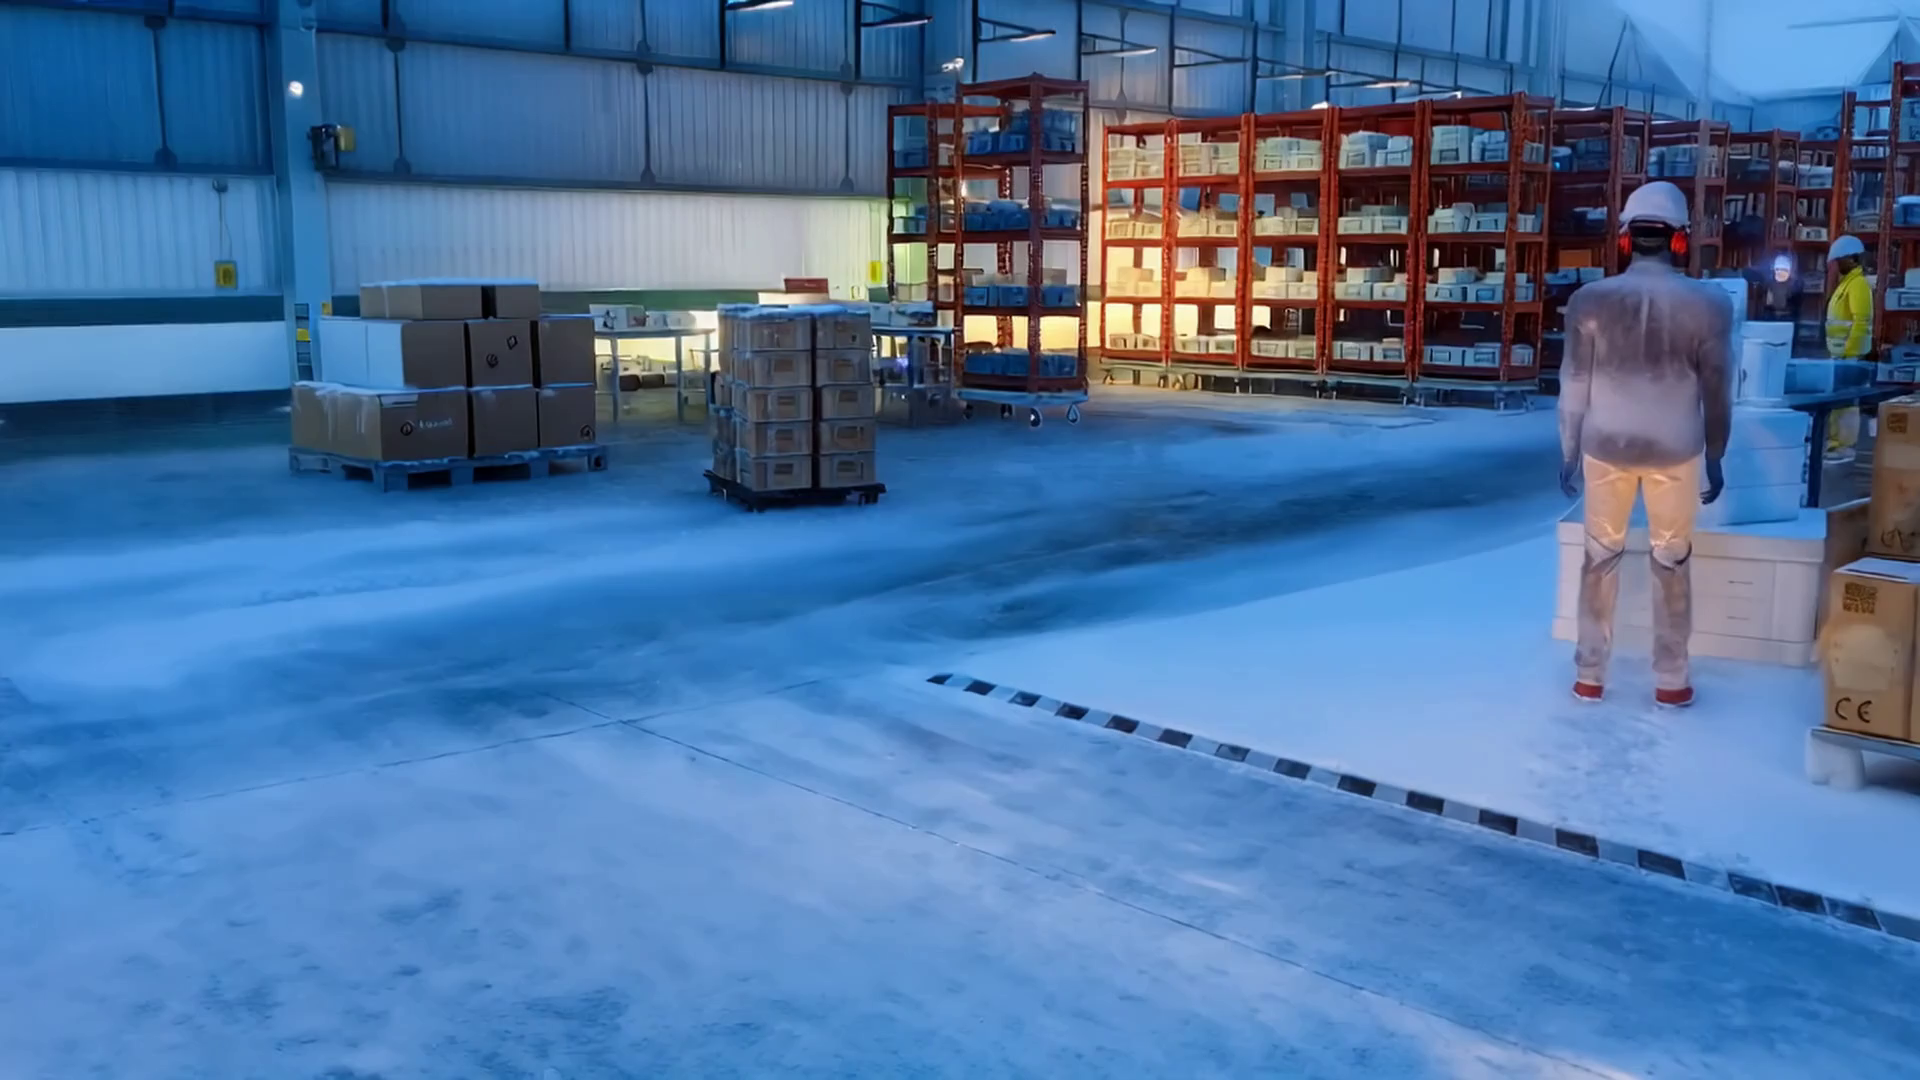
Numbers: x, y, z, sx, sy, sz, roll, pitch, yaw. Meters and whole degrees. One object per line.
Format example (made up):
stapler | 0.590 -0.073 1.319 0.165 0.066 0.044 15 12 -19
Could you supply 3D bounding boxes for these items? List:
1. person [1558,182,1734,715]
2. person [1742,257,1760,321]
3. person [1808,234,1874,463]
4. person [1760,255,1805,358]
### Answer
person | 2.576 -0.336 6.285 0.610 1.996 0.378 4 10 25
person | 12.393 -3.537 26.143 0.976 1.795 0.590 8 12 39
person | 7.573 -1.630 14.234 0.395 1.941 0.601 3 10 15
person | 11.505 -3.072 23.282 0.600 1.816 0.612 -8 12 -40
